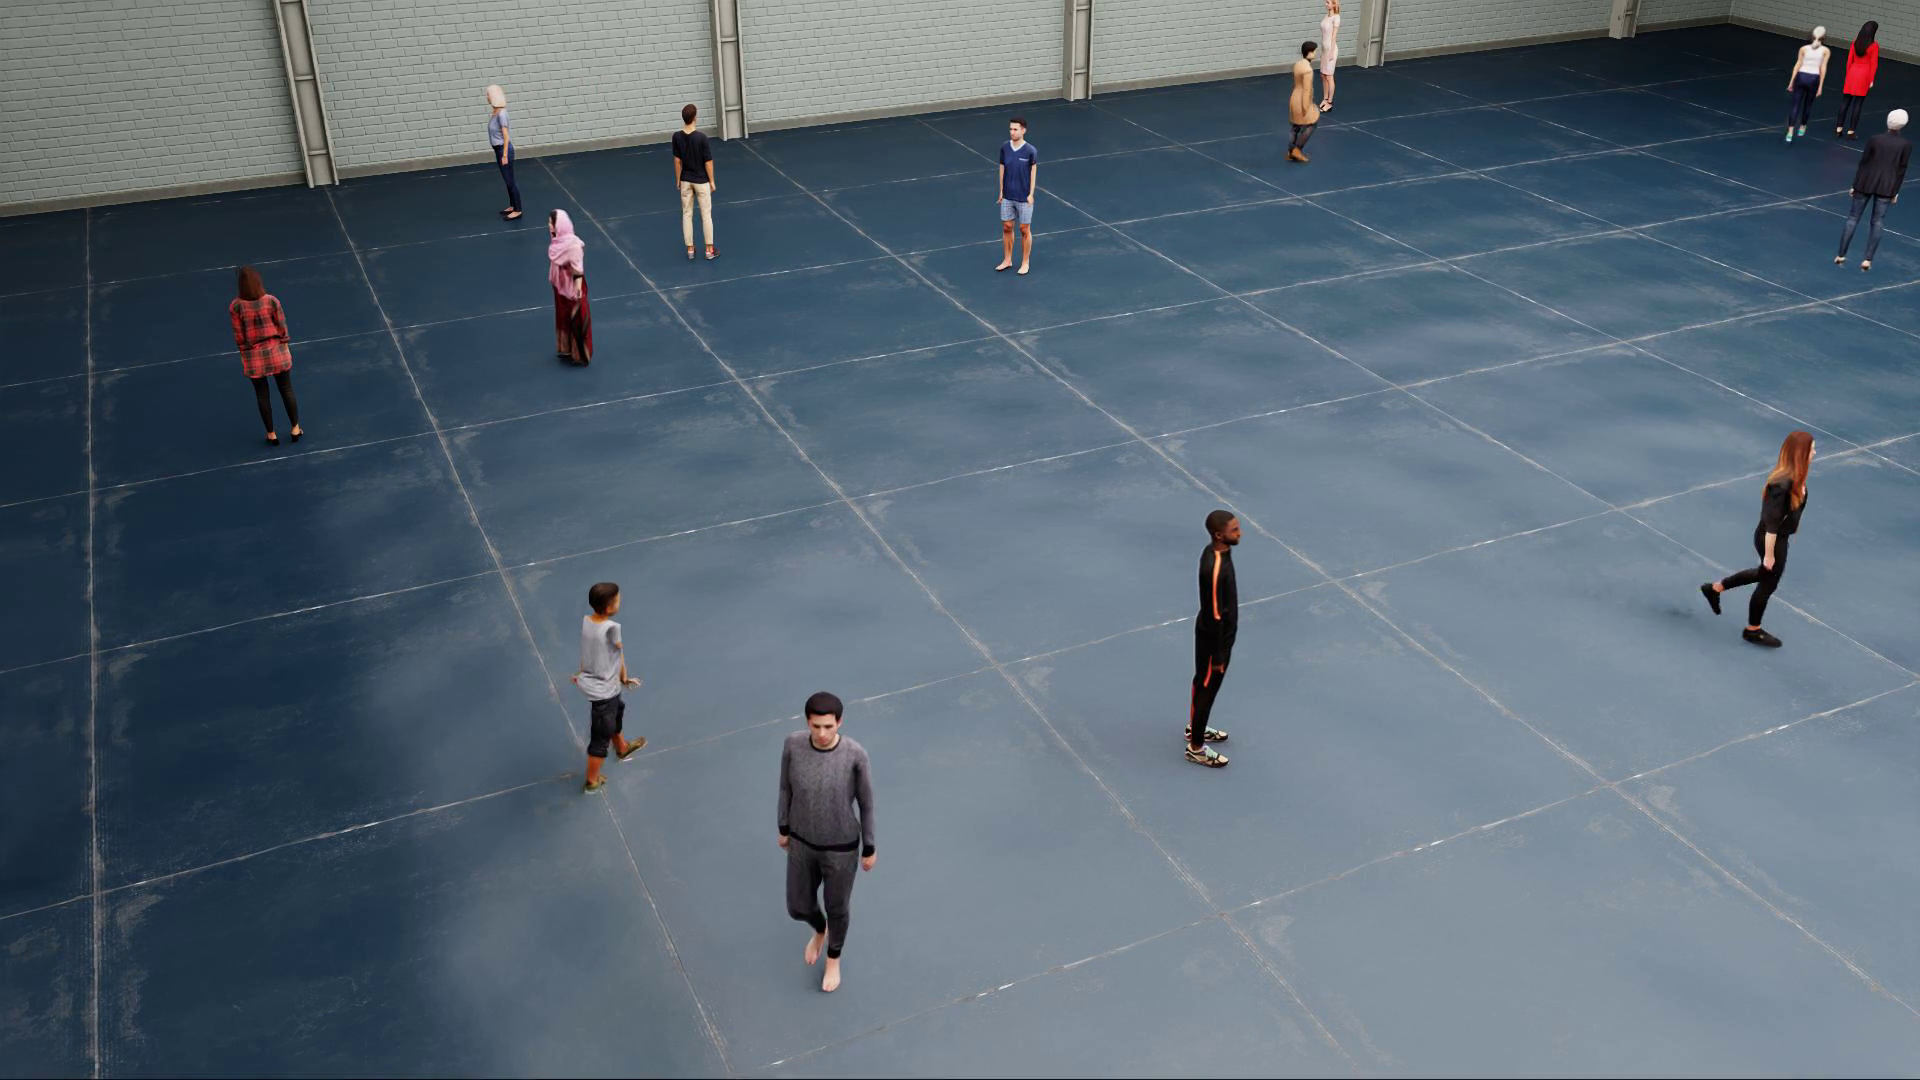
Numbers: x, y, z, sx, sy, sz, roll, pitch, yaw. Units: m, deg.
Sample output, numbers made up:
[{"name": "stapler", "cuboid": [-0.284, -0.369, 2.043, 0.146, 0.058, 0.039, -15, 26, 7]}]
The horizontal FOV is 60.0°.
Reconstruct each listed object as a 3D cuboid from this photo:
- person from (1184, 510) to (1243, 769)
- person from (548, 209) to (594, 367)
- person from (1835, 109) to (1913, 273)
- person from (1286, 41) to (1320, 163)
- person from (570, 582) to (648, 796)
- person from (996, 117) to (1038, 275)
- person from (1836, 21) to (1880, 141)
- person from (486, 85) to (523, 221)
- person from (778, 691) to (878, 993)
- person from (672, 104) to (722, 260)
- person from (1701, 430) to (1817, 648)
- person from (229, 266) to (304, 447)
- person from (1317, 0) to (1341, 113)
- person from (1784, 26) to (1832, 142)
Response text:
[{"name": "person", "cuboid": [1.649, 0.612, 10.835, 0.723, 1.808, 0.713, 4, 28, 7]}, {"name": "person", "cuboid": [-4.010, -2.608, 17.063, 0.709, 1.637, 0.732, -24, 36, -37]}, {"name": "person", "cuboid": [9.861, -3.805, 17.992, 0.825, 1.780, 0.772, 15, 32, 26]}, {"name": "person", "cuboid": [4.837, -6.281, 23.878, 0.695, 1.715, 0.685, -9, 29, -16]}, {"name": "person", "cuboid": [-2.347, 0.920, 10.657, 0.864, 1.432, 0.983, 12, 30, 22]}, {"name": "person", "cuboid": [0.677, -4.074, 19.593, 0.707, 1.847, 0.743, 14, 31, 24]}, {"name": "person", "cuboid": [13.538, -6.929, 25.060, 0.655, 1.748, 0.653, -18, 33, -30]}, {"name": "person", "cuboid": [-5.891, -5.021, 21.506, 0.510, 1.720, 0.593, -11, 30, -19]}, {"name": "person", "cuboid": [-0.715, 1.565, 9.011, 0.791, 1.841, 0.887, 5, 29, 10]}, {"name": "person", "cuboid": [-3.193, -4.312, 20.027, 0.661, 1.859, 0.766, 5, 28, 9]}, {"name": "person", "cuboid": [5.848, -0.033, 12.164, 0.906, 1.697, 0.930, 19, 34, 32]}, {"name": "person", "cuboid": [-6.385, -1.697, 15.283, 0.492, 1.702, 0.669, -11, 30, -20]}, {"name": "person", "cuboid": [5.905, -7.767, 26.548, 0.559, 1.828, 0.591, -8, 29, -14]}, {"name": "person", "cuboid": [12.632, -6.775, 24.862, 1.039, 1.661, 1.169, 14, 31, 24]}]
